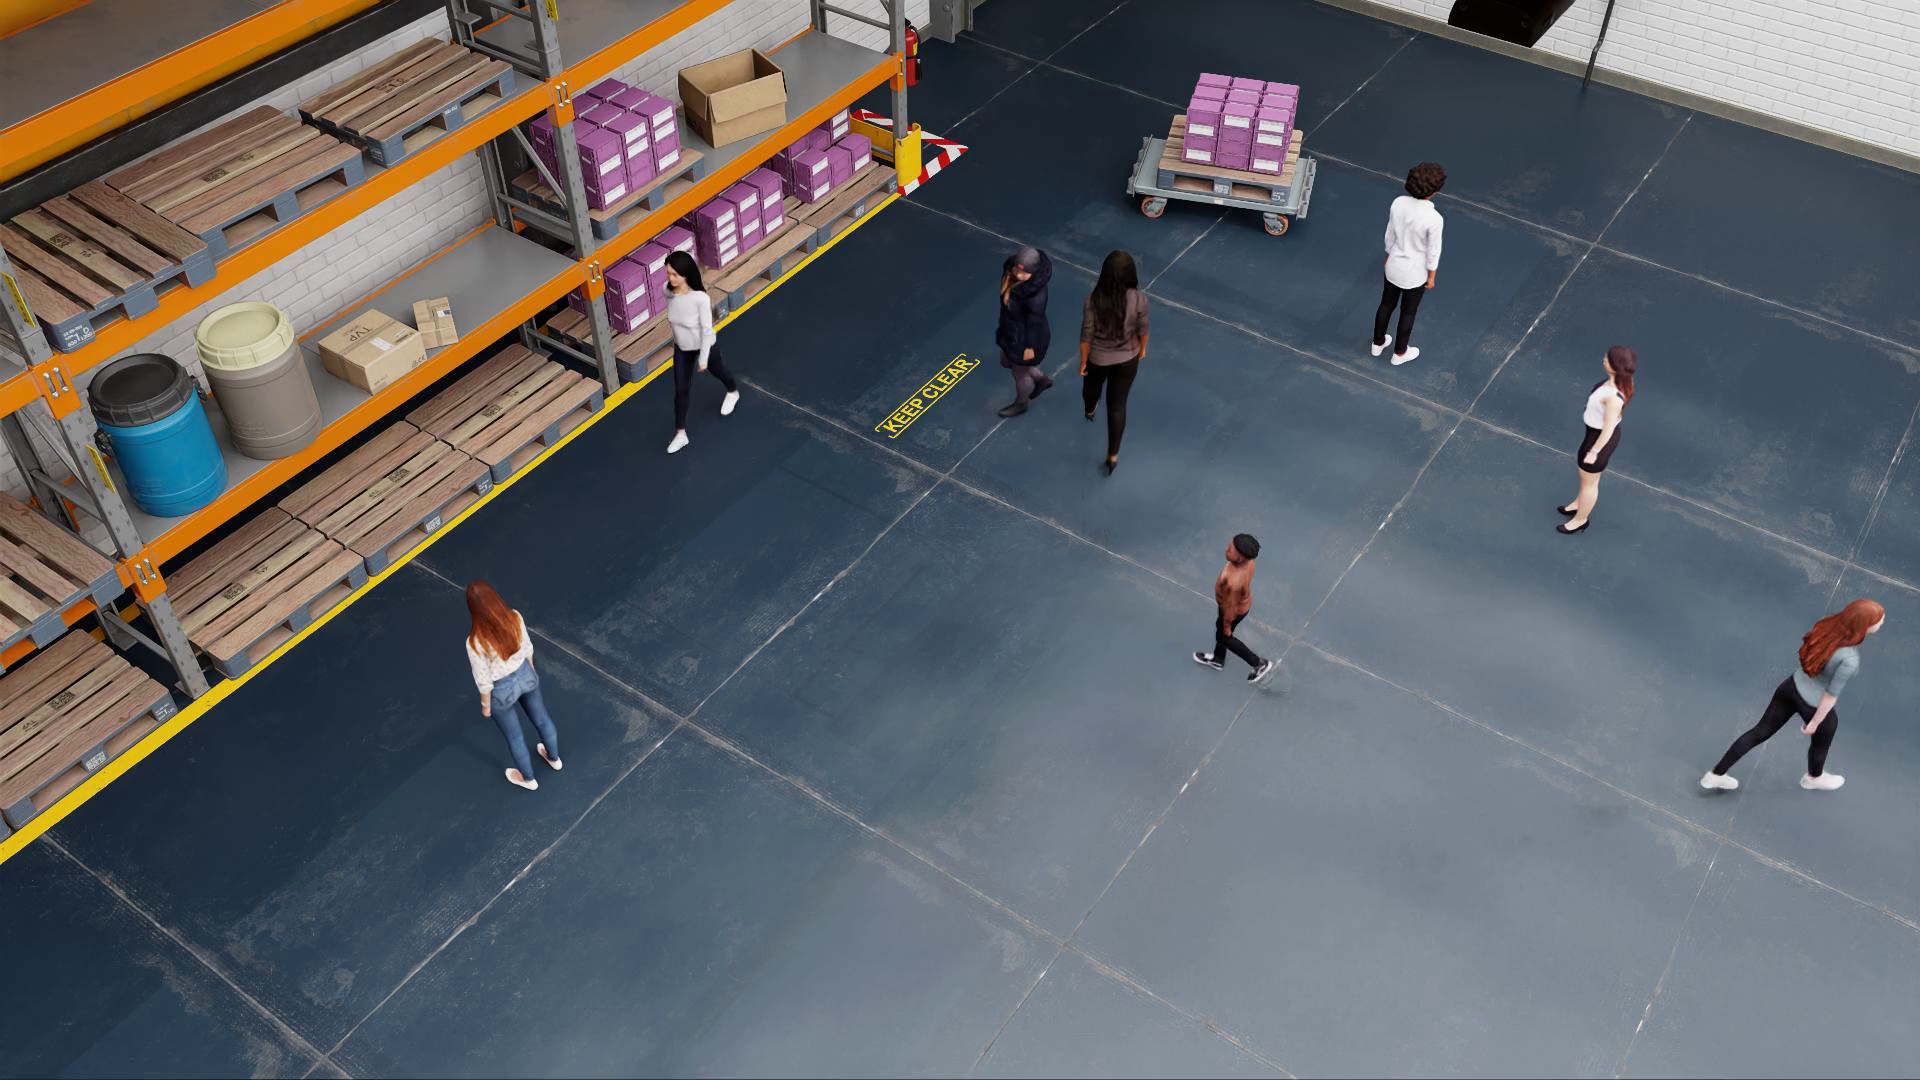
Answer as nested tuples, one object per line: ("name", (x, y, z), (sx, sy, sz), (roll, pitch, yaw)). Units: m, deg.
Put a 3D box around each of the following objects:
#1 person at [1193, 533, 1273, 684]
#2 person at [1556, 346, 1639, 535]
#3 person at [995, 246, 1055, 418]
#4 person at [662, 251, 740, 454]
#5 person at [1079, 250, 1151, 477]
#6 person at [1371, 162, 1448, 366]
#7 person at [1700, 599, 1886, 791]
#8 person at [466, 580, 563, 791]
("person", (1.856, 0.456, 10.949), (0.675, 1.243, 0.751), (17, 46, 17))
("person", (4.569, -0.713, 11.881), (0.660, 1.650, 0.520), (16, 46, 16))
("person", (0.568, -1.610, 12.826), (0.908, 1.645, 0.850), (-11, 45, -12))
("person", (-1.963, -1.533, 12.740), (0.765, 1.653, 1.157), (17, 46, 17))
("person", (1.126, -1.256, 12.341), (1.013, 1.801, 1.184), (2, 44, 2))
("person", (3.598, -2.214, 13.340), (0.666, 1.810, 0.631), (35, 53, 31))
("person", (5.040, 0.982, 10.070), (1.120, 1.694, 1.143), (-2, 44, -2))
("person", (-2.738, 0.884, 10.148), (0.655, 1.728, 0.479), (31, 52, 29))
